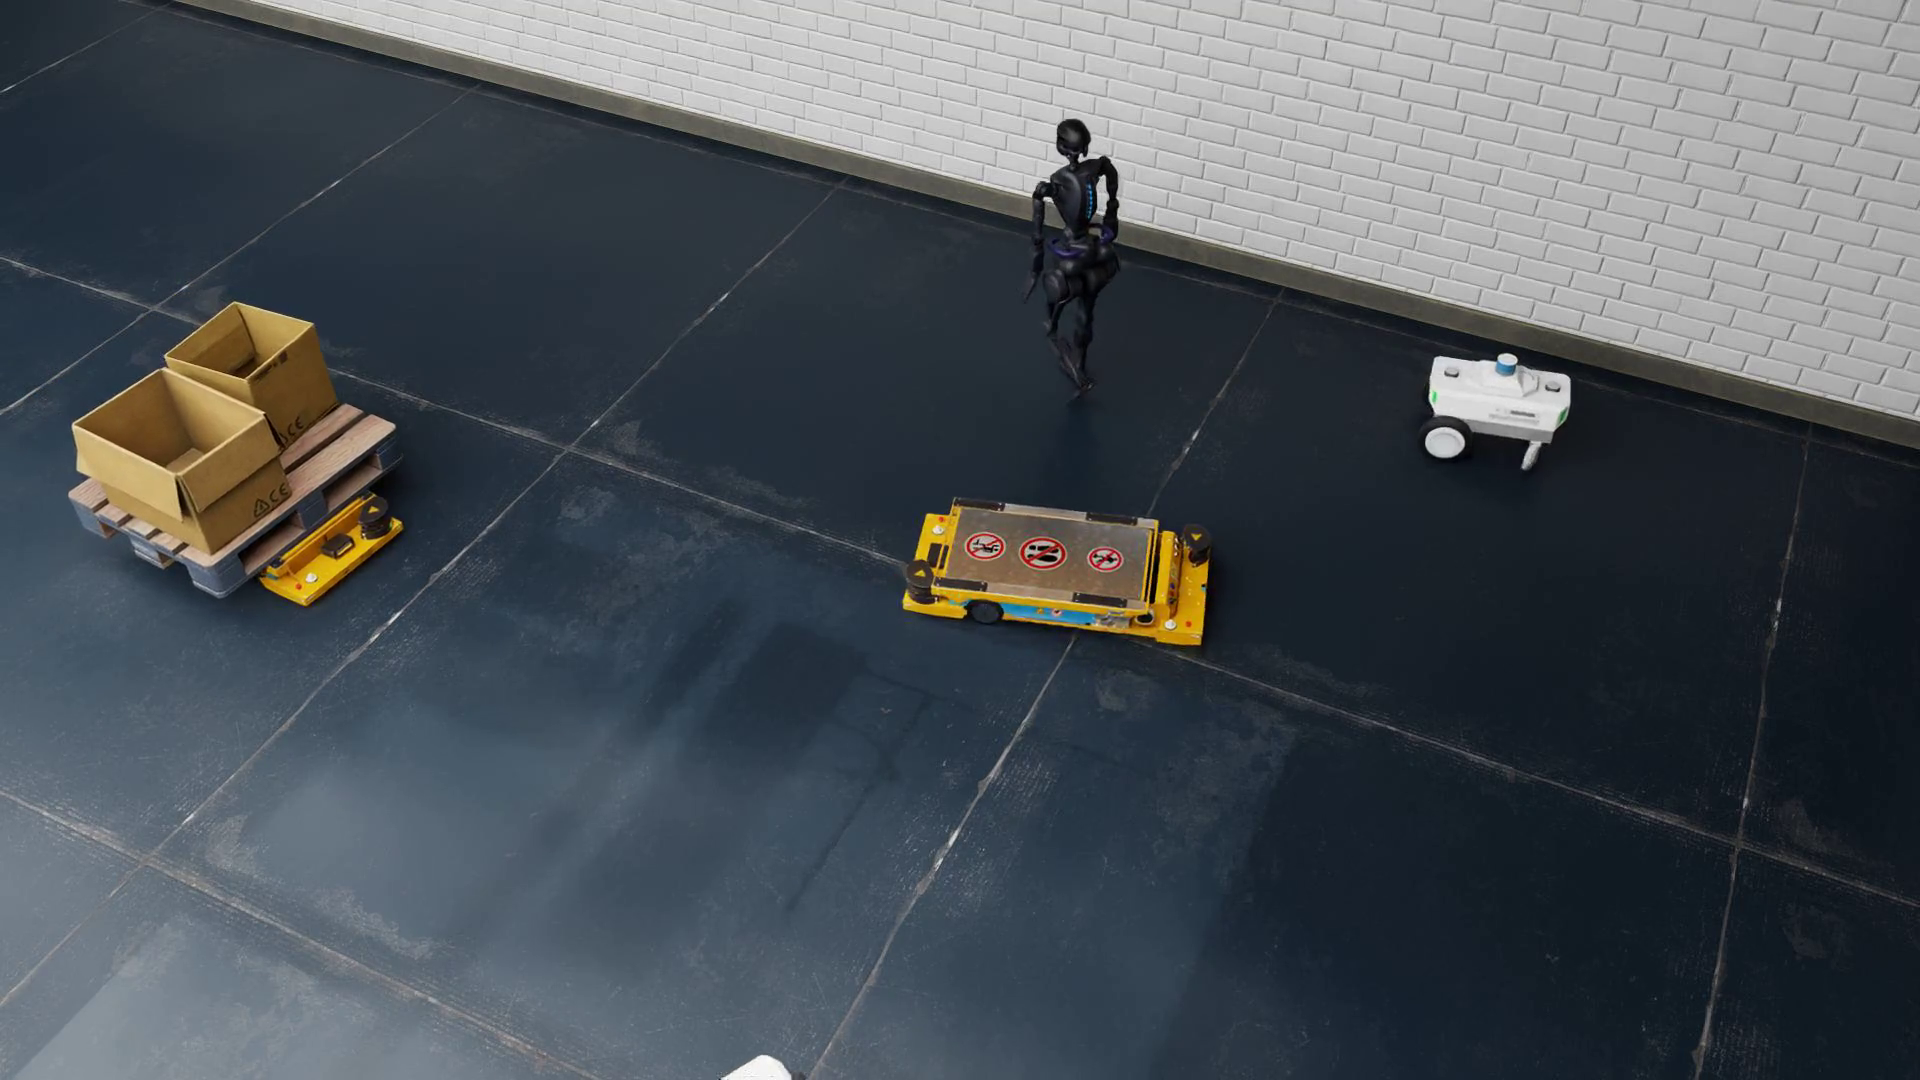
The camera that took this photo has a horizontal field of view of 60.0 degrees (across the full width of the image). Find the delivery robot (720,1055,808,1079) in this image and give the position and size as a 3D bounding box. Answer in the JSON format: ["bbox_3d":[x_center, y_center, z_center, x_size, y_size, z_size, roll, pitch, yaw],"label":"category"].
[{"bbox_3d":[-0.608,2.163,5.723,0.499,0.611,0.814,-25,49,-25],"label":"delivery robot"}]

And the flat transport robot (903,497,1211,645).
[{"bbox_3d":[0.483,0.147,8.097,1.431,0.231,0.659,6,43,7],"label":"flat transport robot"}]

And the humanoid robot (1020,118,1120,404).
[{"bbox_3d":[0.656,-1.447,8.781,0.595,1.638,0.476,-24,48,-24],"label":"humanoid robot"}]

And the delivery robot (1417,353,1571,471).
[{"bbox_3d":[2.808,-0.719,8.825,0.773,0.601,0.513,10,44,10],"label":"delivery robot"}]

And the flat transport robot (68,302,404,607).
[{"bbox_3d":[-3.594,-0.160,8.428,1.431,0.231,0.659,22,47,22],"label":"flat transport robot"}]
